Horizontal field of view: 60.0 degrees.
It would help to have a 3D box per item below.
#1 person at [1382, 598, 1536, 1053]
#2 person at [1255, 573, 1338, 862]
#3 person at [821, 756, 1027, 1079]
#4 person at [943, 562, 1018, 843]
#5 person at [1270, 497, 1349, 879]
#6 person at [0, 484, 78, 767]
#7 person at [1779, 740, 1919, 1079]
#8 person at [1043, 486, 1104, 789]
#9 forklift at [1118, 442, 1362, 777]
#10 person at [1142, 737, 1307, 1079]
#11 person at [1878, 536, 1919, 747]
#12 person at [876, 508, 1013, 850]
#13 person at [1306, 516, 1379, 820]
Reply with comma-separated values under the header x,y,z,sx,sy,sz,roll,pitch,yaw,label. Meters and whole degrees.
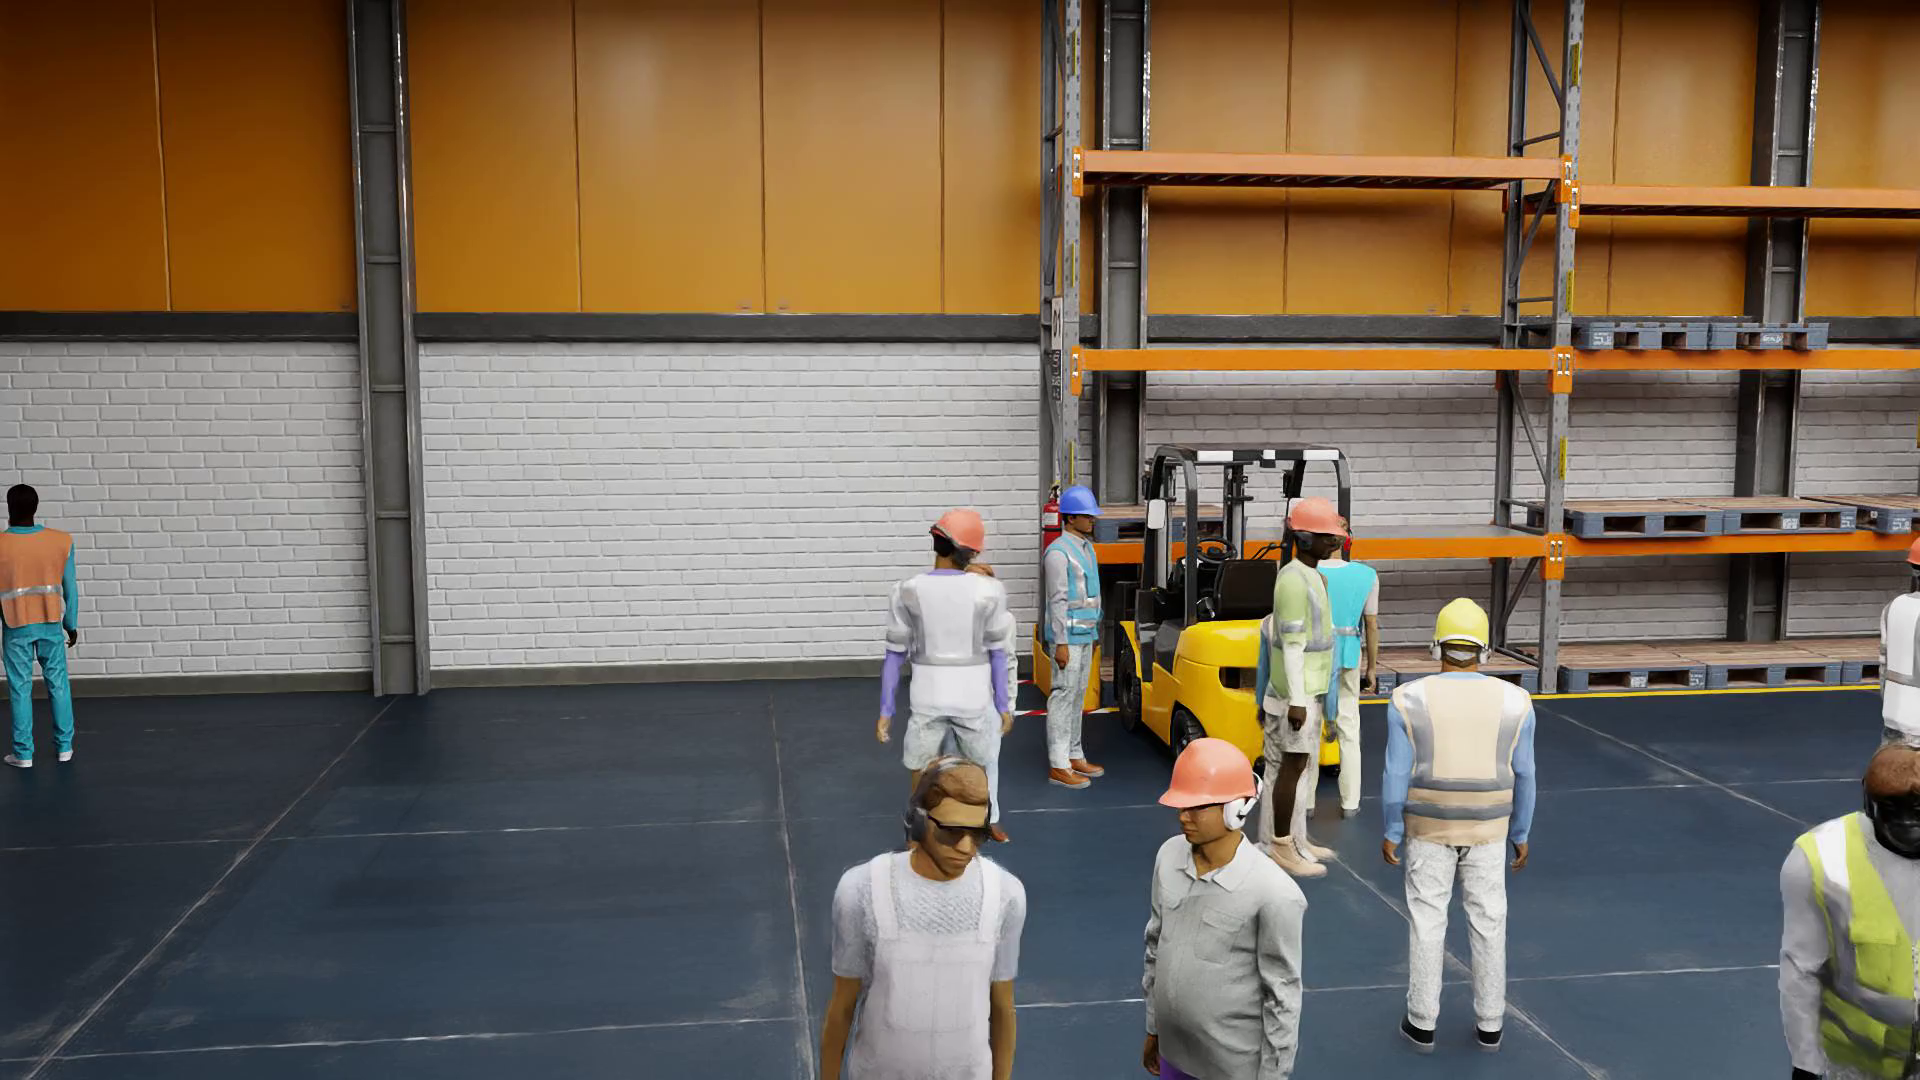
x,y,z,sx,sy,sz,roll,pitch,yaw,label
1.996,1.145,6.698,0.600,1.829,0.404,1,7,6,person
1.839,0.966,9.161,0.331,1.630,0.532,-5,8,-37,person
-0.110,1.422,4.300,0.557,1.819,0.487,-1,7,-10,person
0.084,0.932,9.468,0.501,1.629,0.288,-2,7,-16,person
1.880,0.782,8.975,0.396,2.038,0.614,2,7,18,person
-6.296,0.578,11.280,0.592,1.922,0.392,-6,9,-44,person
2.608,1.416,4.601,0.642,1.768,0.980,3,7,25,person
0.739,0.618,10.814,0.388,1.947,0.614,3,7,22,person
1.912,0.418,11.496,1.214,2.155,2.313,-1,7,-8,forklift
0.702,1.415,4.672,0.330,1.751,0.564,-5,8,-36,person
4.814,0.909,8.300,0.371,1.939,0.543,0,7,0,person
-0.081,0.844,8.553,0.711,2.014,0.463,0,7,1,person
2.212,0.766,9.957,0.571,1.845,0.382,1,7,5,person
